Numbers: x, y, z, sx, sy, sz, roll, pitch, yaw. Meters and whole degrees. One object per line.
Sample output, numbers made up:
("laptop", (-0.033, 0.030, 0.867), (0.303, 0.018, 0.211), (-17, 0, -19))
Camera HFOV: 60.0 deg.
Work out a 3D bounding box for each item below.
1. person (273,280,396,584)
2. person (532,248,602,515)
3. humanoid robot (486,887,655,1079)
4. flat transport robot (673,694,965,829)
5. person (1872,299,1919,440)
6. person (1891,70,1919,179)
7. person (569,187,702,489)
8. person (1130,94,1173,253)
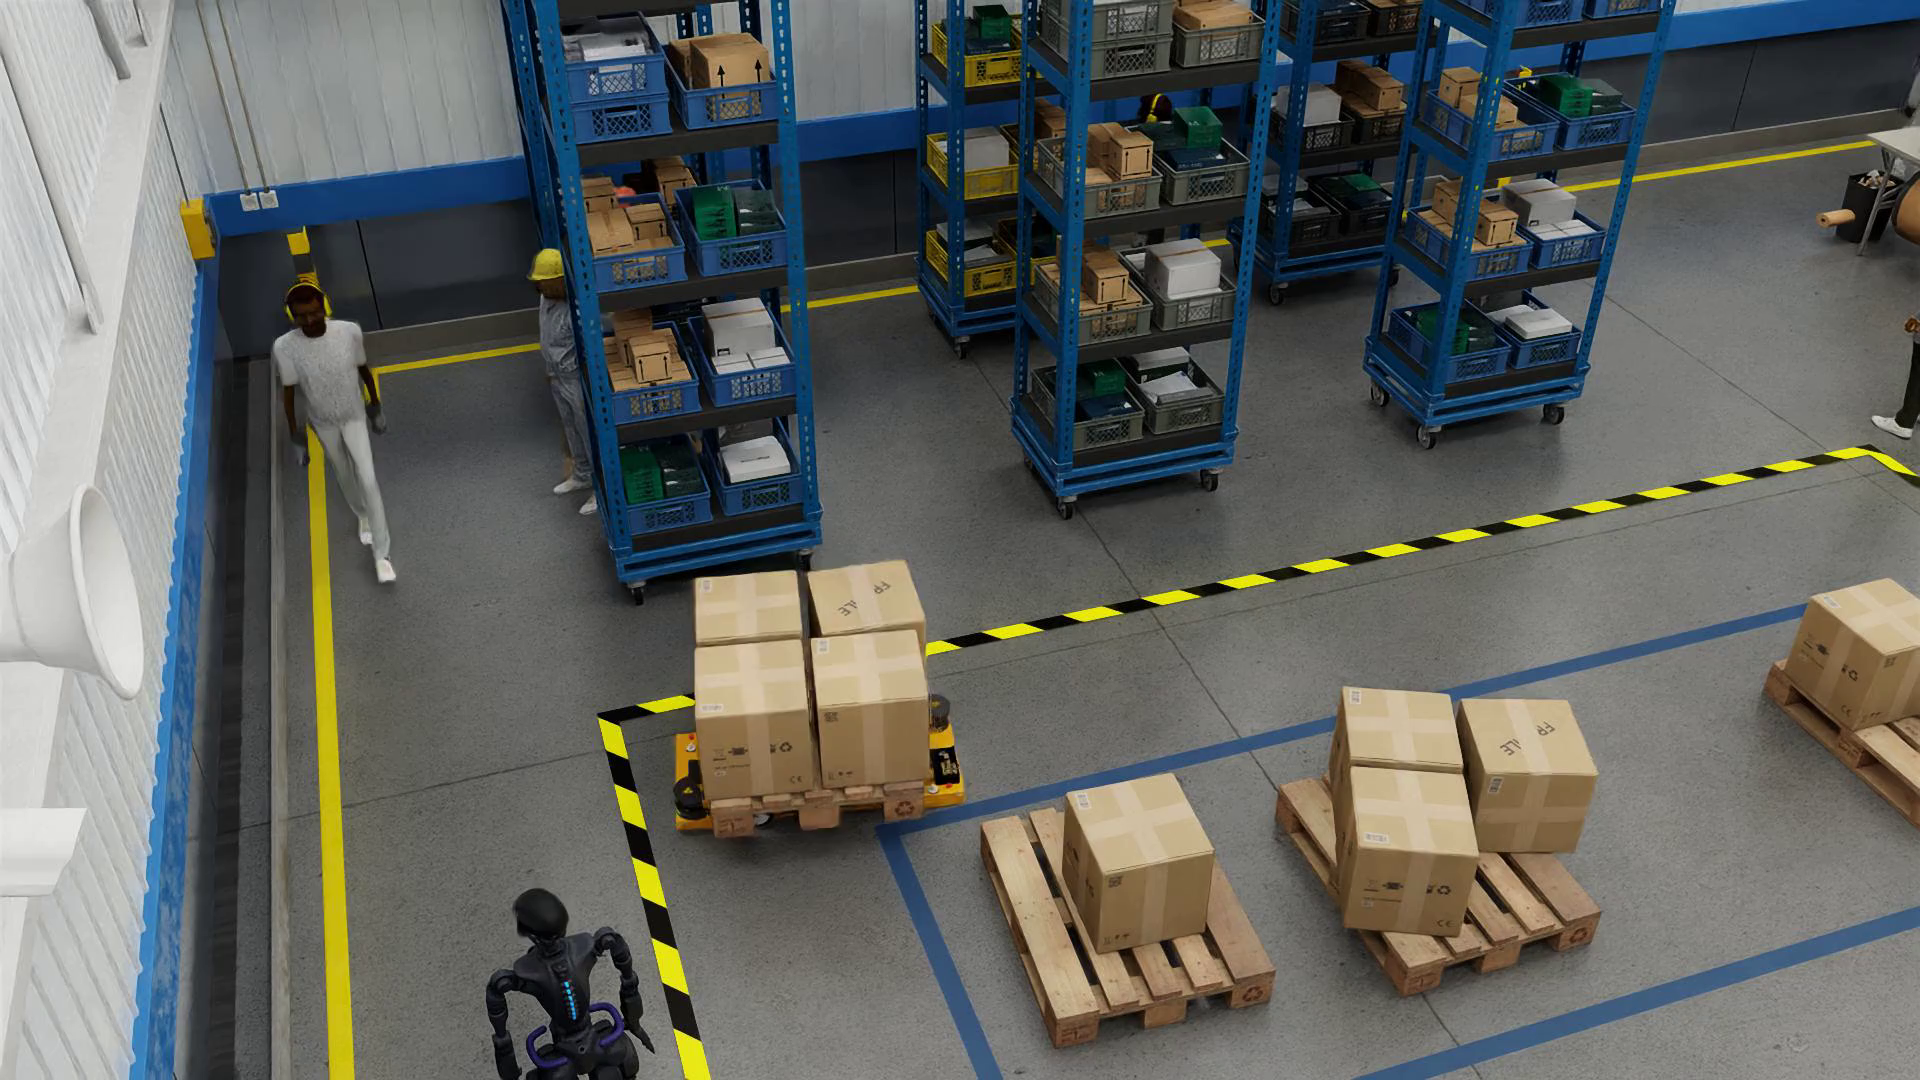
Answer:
("person", (-3.587, -0.618, 9.577), (0.537, 1.820, 0.952), (-12, 37, -17))
("person", (-2.385, -0.975, 10.154), (0.284, 1.746, 0.492), (-26, 43, -32))
("humanoid robot", (-1.420, 1.903, 6.123), (0.599, 1.656, 0.315), (-18, 39, -24))
("flat transport robot", (-0.728, 1.113, 8.453), (1.431, 0.197, 0.652), (-5, 35, -6))
("person", (6.447, -1.524, 10.843), (0.596, 1.849, 0.385), (-10, 36, -13))
("person", (8.280, -3.662, 13.930), (0.658, 1.800, 0.661), (3, 35, 5))
("person", (-2.031, -1.208, 10.281), (1.096, 1.972, 0.670), (-3, 35, -4))
("person", (1.357, -2.296, 11.921), (0.327, 1.873, 0.515), (13, 37, 18))
